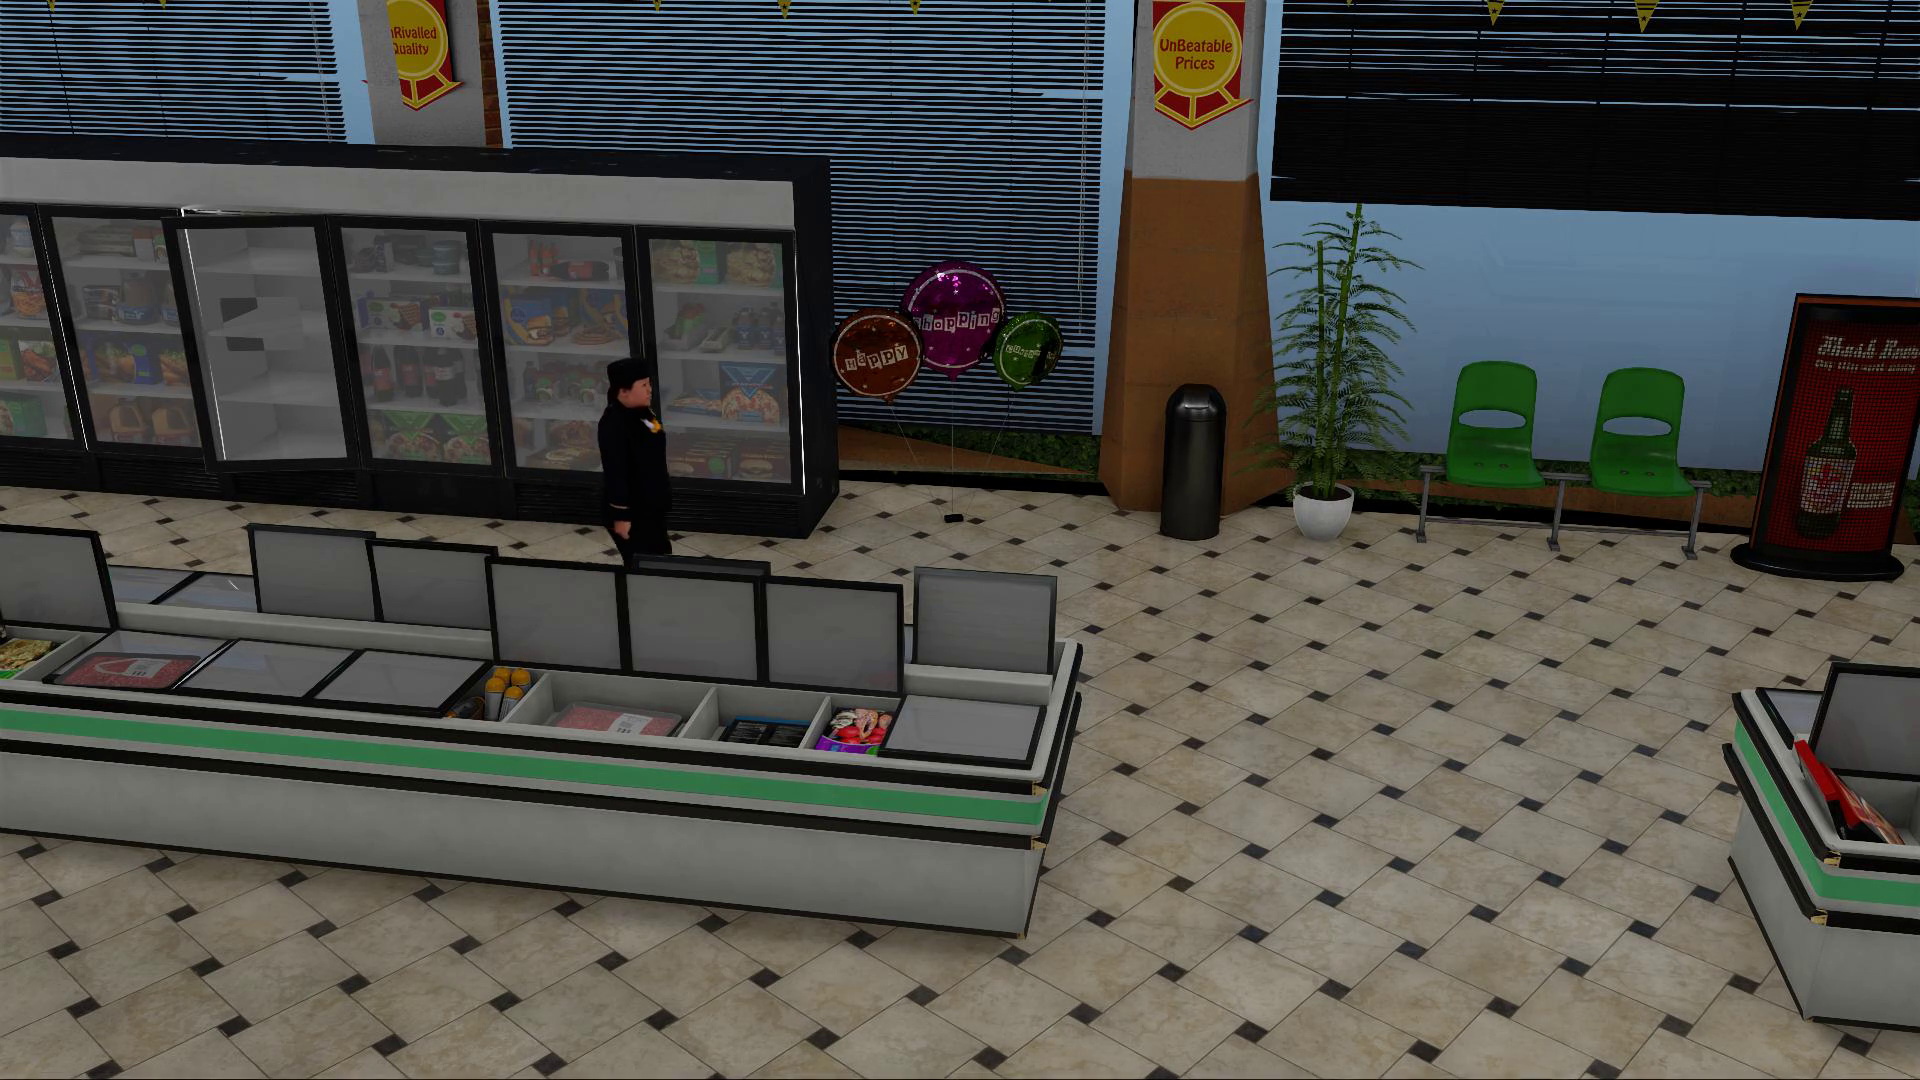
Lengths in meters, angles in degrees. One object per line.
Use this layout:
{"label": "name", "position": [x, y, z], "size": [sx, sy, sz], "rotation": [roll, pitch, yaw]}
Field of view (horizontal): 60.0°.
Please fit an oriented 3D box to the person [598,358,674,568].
{"label": "person", "position": [-1.802, -0.158, 8.902], "size": [0.620, 1.667, 0.699], "rotation": [4, 22, 11]}
